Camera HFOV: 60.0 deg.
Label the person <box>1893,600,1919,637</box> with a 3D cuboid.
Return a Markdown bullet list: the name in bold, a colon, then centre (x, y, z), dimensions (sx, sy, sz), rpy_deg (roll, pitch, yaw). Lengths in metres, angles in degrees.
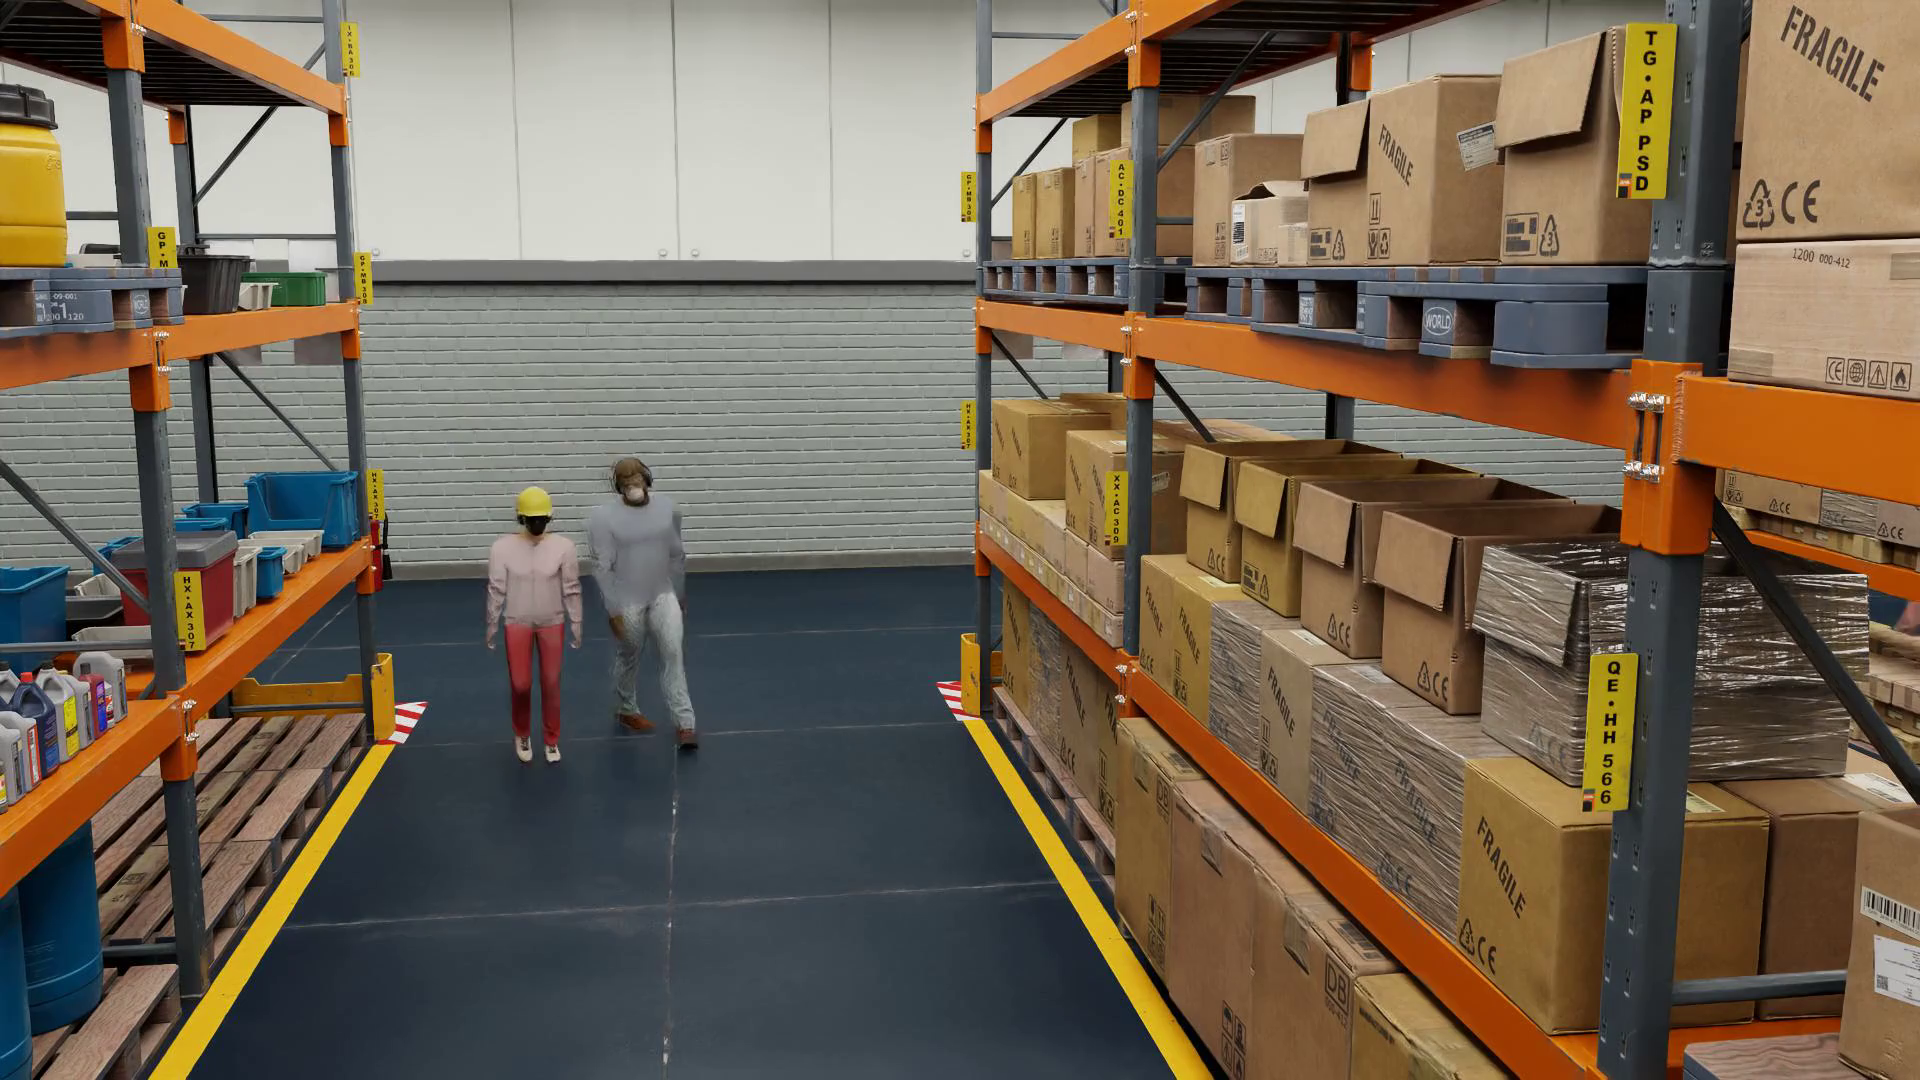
- **person**: centre (7.481, 0.011, 12.979), dimensions (0.984, 1.857, 0.668), rpy_deg (-2, 9, -12)

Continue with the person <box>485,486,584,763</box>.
- **person**: centre (-2.597, 0.527, 10.152), dimensions (0.592, 1.739, 0.461), rpy_deg (-3, 10, -20)

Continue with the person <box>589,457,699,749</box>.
- **person**: centre (-2.008, 0.393, 10.611), dimensions (0.673, 1.867, 1.000), rpy_deg (-6, 11, -33)
